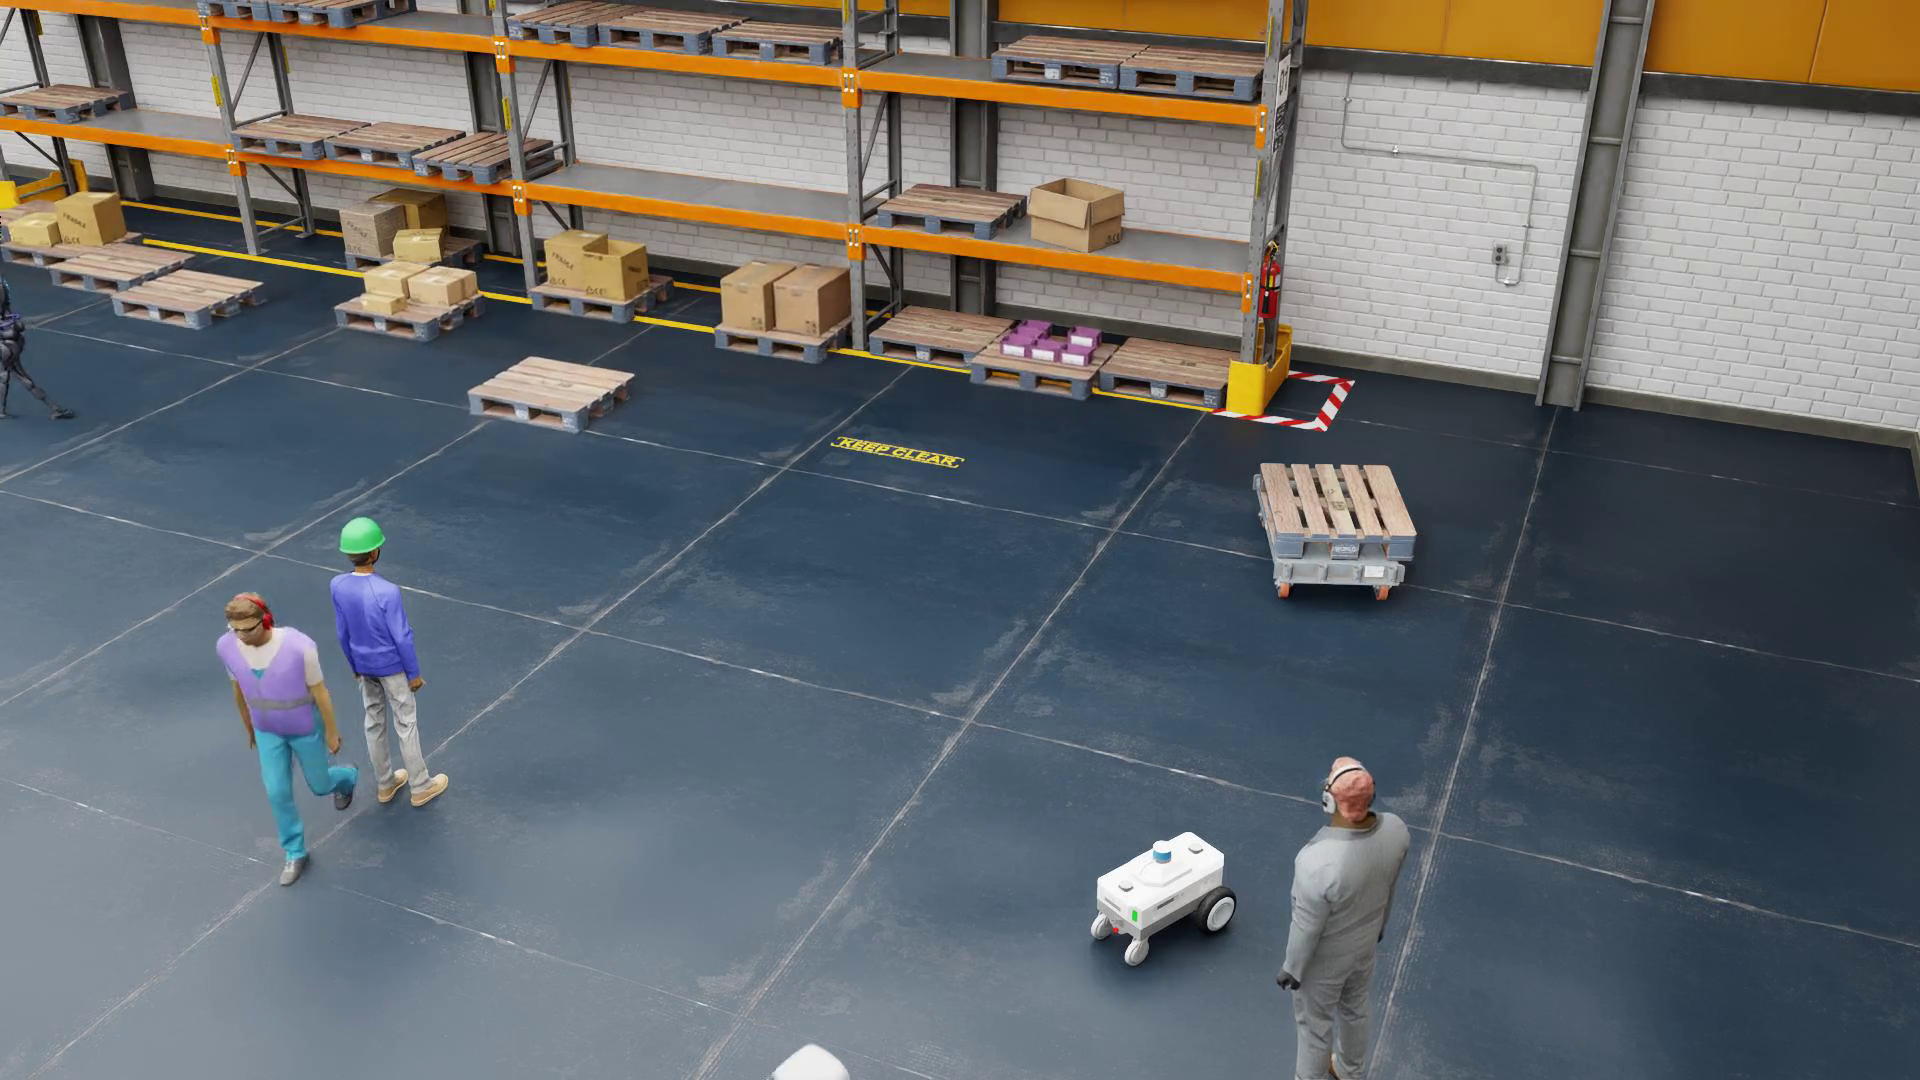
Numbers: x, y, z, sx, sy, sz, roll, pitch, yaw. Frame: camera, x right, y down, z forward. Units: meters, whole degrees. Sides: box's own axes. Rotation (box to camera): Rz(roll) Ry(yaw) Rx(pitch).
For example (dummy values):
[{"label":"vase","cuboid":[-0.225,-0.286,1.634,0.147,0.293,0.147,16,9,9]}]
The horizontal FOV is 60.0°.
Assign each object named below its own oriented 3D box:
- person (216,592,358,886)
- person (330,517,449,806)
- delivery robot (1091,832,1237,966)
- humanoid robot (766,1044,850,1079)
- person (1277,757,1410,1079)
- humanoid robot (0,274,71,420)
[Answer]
[{"label":"person","cuboid":[-3.728,0.998,9.318,0.579,1.806,0.734,2,27,4]},{"label":"person","cuboid":[-3.385,0.727,9.776,0.458,1.873,0.345,7,28,13]},{"label":"delivery robot","cuboid":[1.079,1.883,8.954,0.774,0.581,0.499,-20,33,-33]},{"label":"humanoid robot","cuboid":[-0.668,2.770,6.032,0.556,1.856,0.863,20,33,33]},{"label":"person","cuboid":[1.696,1.825,7.610,0.643,1.904,0.403,-18,32,-30]},{"label":"humanoid robot","cuboid":[-8.600,-1.821,14.998,0.787,1.639,0.600,-4,28,-8]}]
